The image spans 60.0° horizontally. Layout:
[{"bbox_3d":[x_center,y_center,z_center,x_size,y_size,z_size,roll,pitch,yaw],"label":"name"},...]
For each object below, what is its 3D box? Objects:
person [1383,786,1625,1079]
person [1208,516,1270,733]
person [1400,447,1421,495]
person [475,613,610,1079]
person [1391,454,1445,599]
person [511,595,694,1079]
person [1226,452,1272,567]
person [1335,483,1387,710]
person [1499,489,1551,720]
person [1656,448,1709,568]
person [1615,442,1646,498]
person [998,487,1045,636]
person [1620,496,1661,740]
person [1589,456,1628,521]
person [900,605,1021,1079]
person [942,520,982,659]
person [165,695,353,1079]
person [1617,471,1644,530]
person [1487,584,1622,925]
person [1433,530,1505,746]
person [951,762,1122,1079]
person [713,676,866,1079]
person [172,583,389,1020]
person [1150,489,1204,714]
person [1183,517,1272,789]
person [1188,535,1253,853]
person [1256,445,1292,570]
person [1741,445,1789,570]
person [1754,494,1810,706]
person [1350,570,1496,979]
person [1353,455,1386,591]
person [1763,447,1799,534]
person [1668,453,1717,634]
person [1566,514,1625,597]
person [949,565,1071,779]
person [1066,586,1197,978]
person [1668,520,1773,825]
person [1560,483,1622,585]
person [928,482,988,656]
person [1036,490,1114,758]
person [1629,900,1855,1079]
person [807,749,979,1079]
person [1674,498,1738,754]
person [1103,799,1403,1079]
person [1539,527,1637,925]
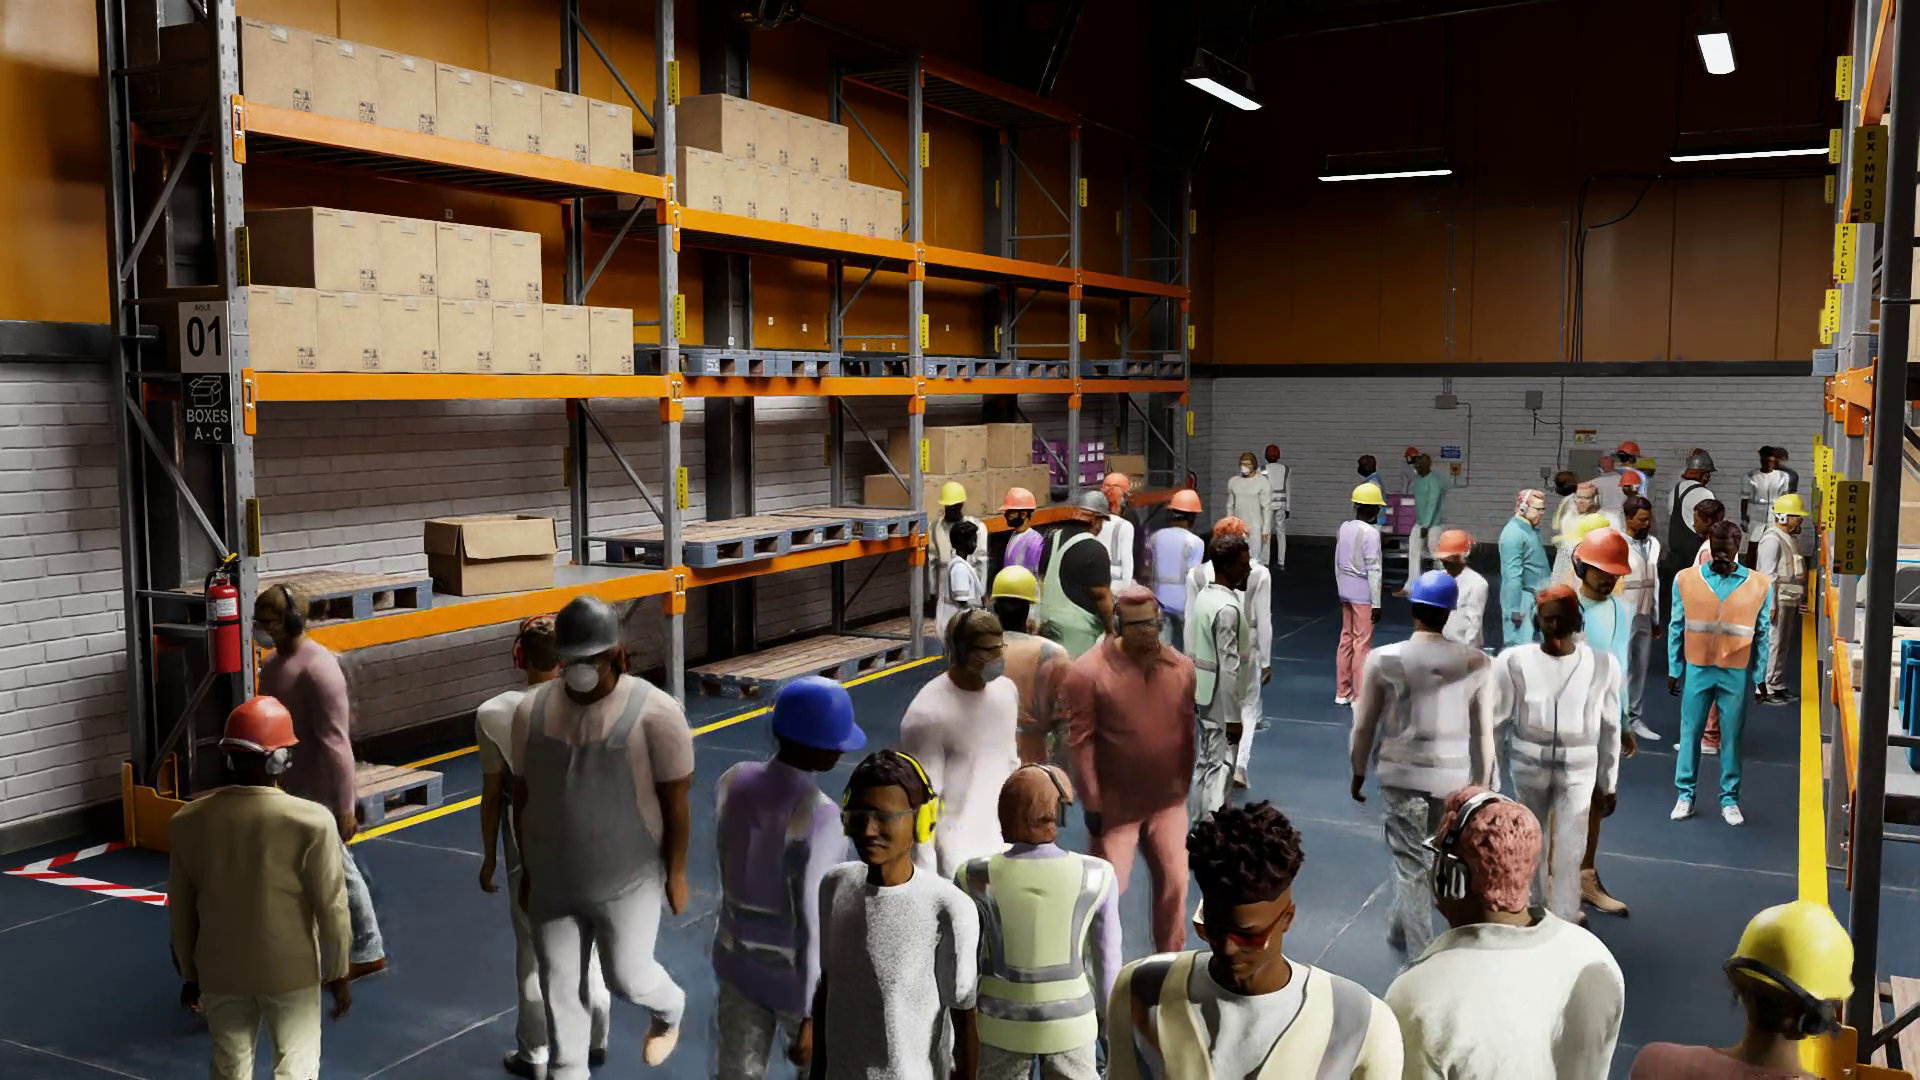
[{"bbox_3d":[1.094,1.473,3.540,0.641,1.910,0.401,-3,6,-31],"label":"person"},{"bbox_3d":[2.187,0.677,13.136,0.588,1.709,0.683,5,7,44],"label":"person"},{"bbox_3d":[7.359,-0.643,27.120,0.563,1.751,0.342,-3,6,-32],"label":"person"},{"bbox_3d":[-1.631,1.216,6.621,0.565,1.847,0.396,-3,6,-31],"label":"person"},{"bbox_3d":[6.032,-0.175,21.489,0.906,1.876,0.646,-2,6,-19],"label":"person"},{"bbox_3d":[-1.324,1.160,6.197,0.688,2.000,0.752,1,5,12],"label":"person"},{"bbox_3d":[3.585,-0.131,20.707,0.623,1.933,0.367,5,7,42],"label":"person"},{"bbox_3d":[3.415,0.479,14.125,0.382,1.924,0.594,-2,6,-17],"label":"person"},{"bbox_3d":[4.657,0.531,13.716,0.407,1.902,0.639,3,6,27],"label":"person"},{"bbox_3d":[10.926,-0.455,24.804,1.079,1.819,0.602,1,5,11],"label":"person"},{"bbox_3d":[8.596,-0.250,21.488,0.438,2.035,0.628,-3,6,-28],"label":"person"},{"bbox_3d":[0.484,0.546,13.341,0.364,1.939,0.542,-2,6,-19],"label":"person"},{"bbox_3d":[5.170,0.609,12.854,0.598,1.908,0.401,-3,6,-31],"label":"person"},{"bbox_3d":[8.344,-0.142,21.243,0.717,1.846,0.943,2,6,22],"label":"person"},{"bbox_3d":[0.047,1.200,6.378,0.446,1.920,0.661,4,7,39],"label":"person"},{"bbox_3d":[0.018,0.691,13.069,0.318,1.697,0.533,0,5,-5],"label":"person"},{"bbox_3d":[-2.251,1.381,5.399,0.590,1.752,0.381,0,5,3],"label":"person"},{"bbox_3d":[7.973,0.044,19.797,0.348,1.745,0.575,0,5,0],"label":"person"},{"bbox_3d":[2.762,1.121,7.778,0.592,1.825,1.002,2,6,21],"label":"person"},{"bbox_3d":[3.688,0.768,12.249,0.817,1.719,0.565,-3,6,-27],"label":"person"},{"bbox_3d":[0.222,1.478,4.926,0.517,1.636,0.314,0,5,0],"label":"person"},{"bbox_3d":[-0.547,1.339,5.189,0.605,1.876,0.910,4,6,34],"label":"person"},{"bbox_3d":[-2.989,1.132,7.320,1.004,1.883,0.662,-4,7,-40],"label":"person"},{"bbox_3d":[1.742,0.531,13.711,0.549,1.909,0.847,5,7,43],"label":"person"},{"bbox_3d":[1.788,0.784,11.126,0.599,1.868,0.449,2,6,17],"label":"person"},{"bbox_3d":[1.459,0.924,9.381,0.375,1.917,0.597,0,5,-5],"label":"person"},{"bbox_3d":[4.650,-0.479,24.737,0.569,1.878,0.351,-1,5,-9],"label":"person"},{"bbox_3d":[10.861,-0.307,22.458,0.609,1.954,0.386,1,5,10],"label":"person"},{"bbox_3d":[7.087,0.512,14.345,0.403,1.824,0.596,5,7,43],"label":"person"},{"bbox_3d":[2.124,1.087,7.772,0.611,1.903,0.893,-1,5,-6],"label":"person"},{"bbox_3d":[5.474,-0.221,22.234,0.431,1.832,0.643,1,5,13],"label":"person"},{"bbox_3d":[11.100,-0.309,22.625,0.632,1.921,0.451,0,5,2],"label":"person"},{"bbox_3d":[8.036,0.051,18.129,0.536,2.000,0.683,-1,5,-10],"label":"person"},{"bbox_3d":[4.380,0.734,11.678,0.403,1.874,0.751,-1,5,-7],"label":"person"},{"bbox_3d":[0.233,1.072,7.889,0.583,1.903,0.456,0,5,5],"label":"person"},{"bbox_3d":[0.777,1.127,7.462,0.632,1.877,0.711,-2,6,-21],"label":"person"},{"bbox_3d":[4.775,0.825,10.480,0.587,1.914,0.391,2,6,23],"label":"person"},{"bbox_3d":[5.849,0.389,15.528,1.030,1.845,0.674,-4,7,-37],"label":"person"},{"bbox_3d":[-0.022,0.417,14.956,0.595,1.902,0.537,2,6,21],"label":"person"},{"bbox_3d":[0.942,0.590,12.327,0.954,2.000,0.704,-3,6,-27],"label":"person"},{"bbox_3d":[1.567,1.573,3.297,0.544,1.747,0.514,5,7,40],"label":"person"},{"bbox_3d":[-0.192,1.436,4.106,0.513,1.877,0.328,4,6,34],"label":"person"},{"bbox_3d":[5.650,0.643,12.480,0.405,1.908,0.600,4,7,36],"label":"person"},{"bbox_3d":[0.550,1.472,3.274,0.603,1.958,0.380,2,6,19],"label":"person"},{"bbox_3d":[3.248,0.945,8.548,0.605,2.033,0.392,-3,6,-28],"label":"person"}]
